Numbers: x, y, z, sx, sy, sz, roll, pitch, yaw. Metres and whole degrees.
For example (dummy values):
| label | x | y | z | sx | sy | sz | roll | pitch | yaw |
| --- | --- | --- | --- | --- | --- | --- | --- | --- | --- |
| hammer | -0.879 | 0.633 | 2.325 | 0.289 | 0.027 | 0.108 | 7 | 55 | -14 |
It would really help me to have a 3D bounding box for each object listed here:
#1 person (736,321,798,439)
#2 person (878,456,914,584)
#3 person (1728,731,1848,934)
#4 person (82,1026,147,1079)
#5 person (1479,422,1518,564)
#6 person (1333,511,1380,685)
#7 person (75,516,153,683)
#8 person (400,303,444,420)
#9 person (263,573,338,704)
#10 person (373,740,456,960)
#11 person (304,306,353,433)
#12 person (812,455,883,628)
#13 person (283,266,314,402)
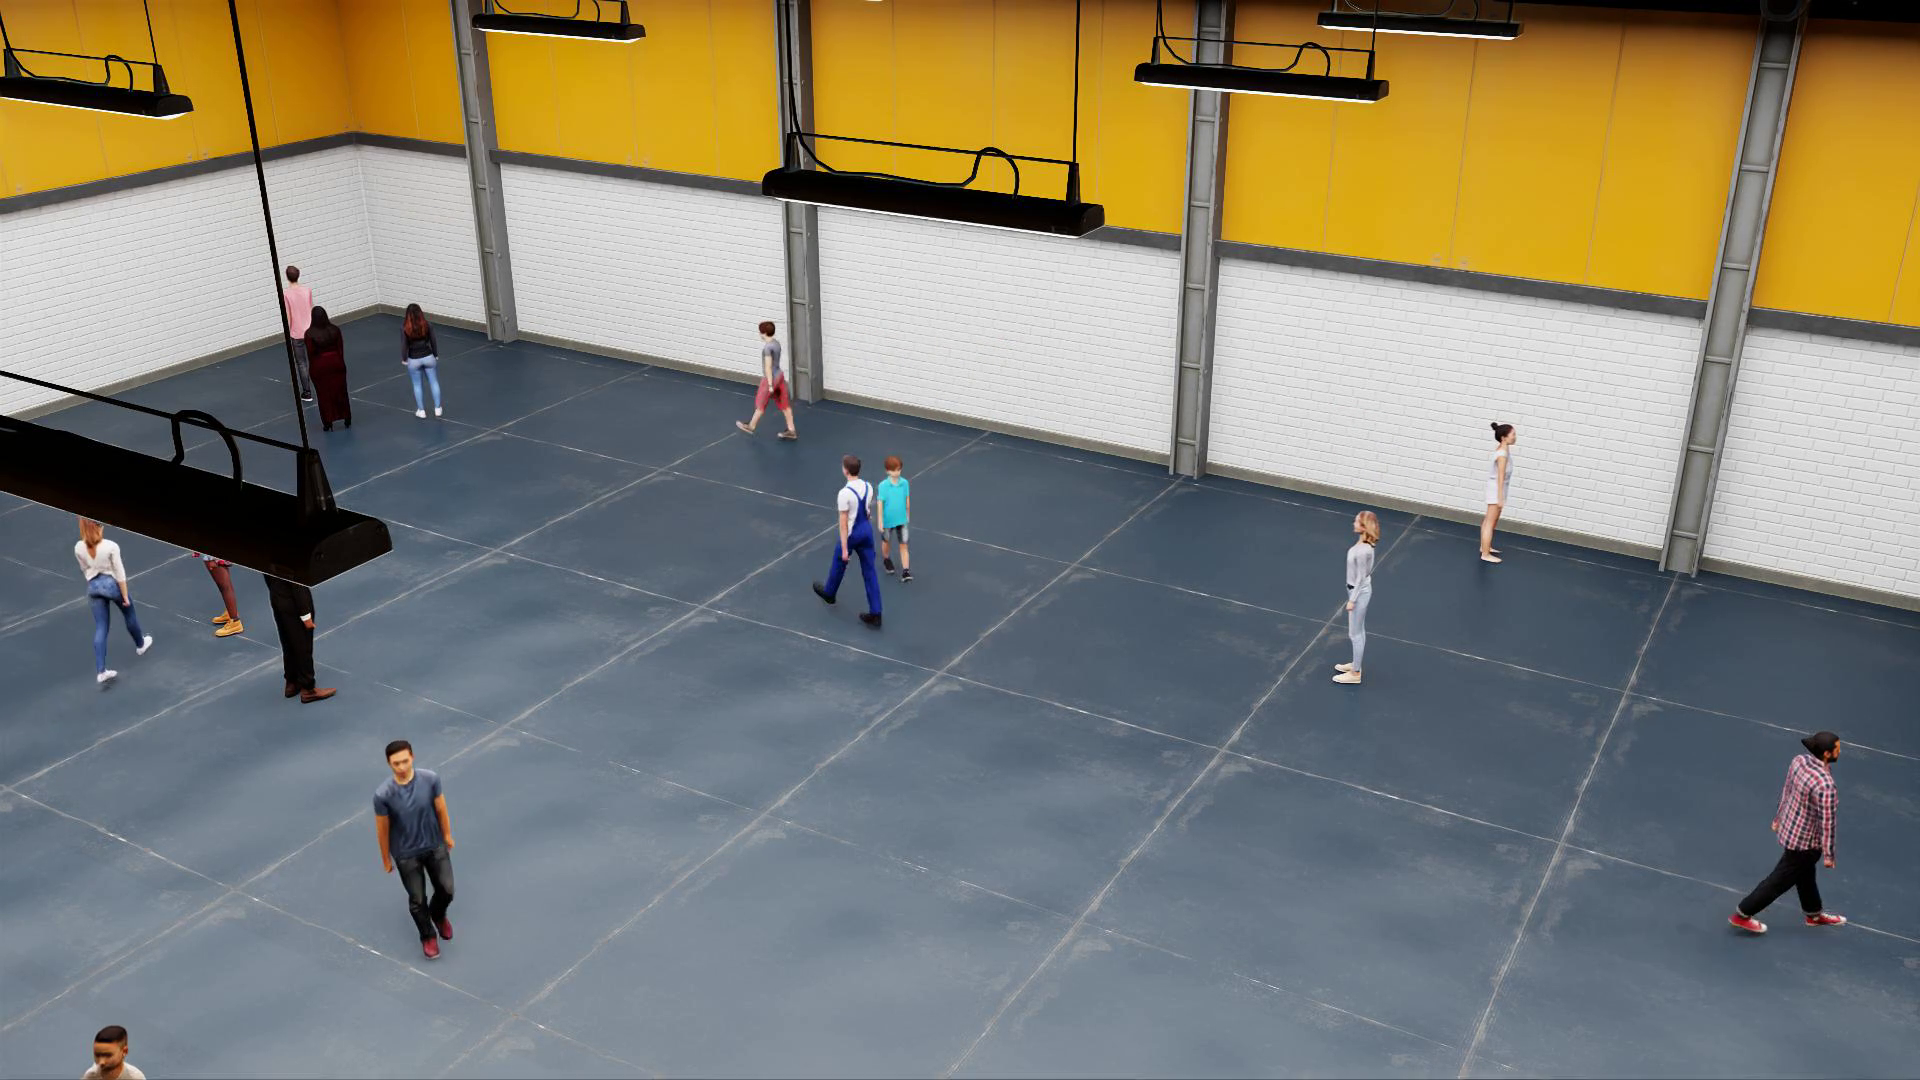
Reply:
| label | x | y | z | sx | sy | sz | roll | pitch | yaw |
| --- | --- | --- | --- | --- | --- | --- | --- | --- | --- |
| person | -2.441 | -2.121 | 22.435 | 1.144 | 1.610 | 0.720 | 8 | 25 | 18 |
| person | -0.754 | -0.259 | 18.422 | 0.919 | 1.413 | 0.994 | -7 | 25 | -15 |
| person | 6.190 | 2.214 | 12.377 | 1.260 | 1.722 | 1.037 | 1 | 24 | 3 |
| person | -4.895 | 3.486 | 9.788 | 0.600 | 1.466 | 0.691 | -1 | 24 | -2 |
| person | 6.088 | -0.557 | 18.867 | 0.615 | 1.602 | 0.623 | 6 | 24 | 14 |
| person | 3.863 | 0.544 | 16.107 | 0.577 | 1.796 | 0.628 | 8 | 25 | 17 |
| person | -8.351 | 0.571 | 16.189 | 1.171 | 1.680 | 1.070 | 0 | 24 | 1 |
| person | -7.565 | -2.529 | 23.339 | 0.733 | 1.633 | 0.745 | -12 | 26 | -25 |
| person | -6.347 | 0.626 | 15.784 | 0.600 | 1.904 | 0.811 | 18 | 30 | 36 |
| person | -4.015 | 2.221 | 12.262 | 0.802 | 1.803 | 0.819 | -14 | 27 | -28 |
| person | -8.660 | -2.358 | 22.792 | 0.732 | 1.758 | 0.709 | -19 | 30 | -37 |
| person | -1.016 | 0.043 | 17.248 | 0.914 | 1.799 | 1.315 | -20 | 31 | -39 |
| person | -9.487 | -2.988 | 23.985 | 0.599 | 1.957 | 0.677 | 19 | 30 | 37 |
